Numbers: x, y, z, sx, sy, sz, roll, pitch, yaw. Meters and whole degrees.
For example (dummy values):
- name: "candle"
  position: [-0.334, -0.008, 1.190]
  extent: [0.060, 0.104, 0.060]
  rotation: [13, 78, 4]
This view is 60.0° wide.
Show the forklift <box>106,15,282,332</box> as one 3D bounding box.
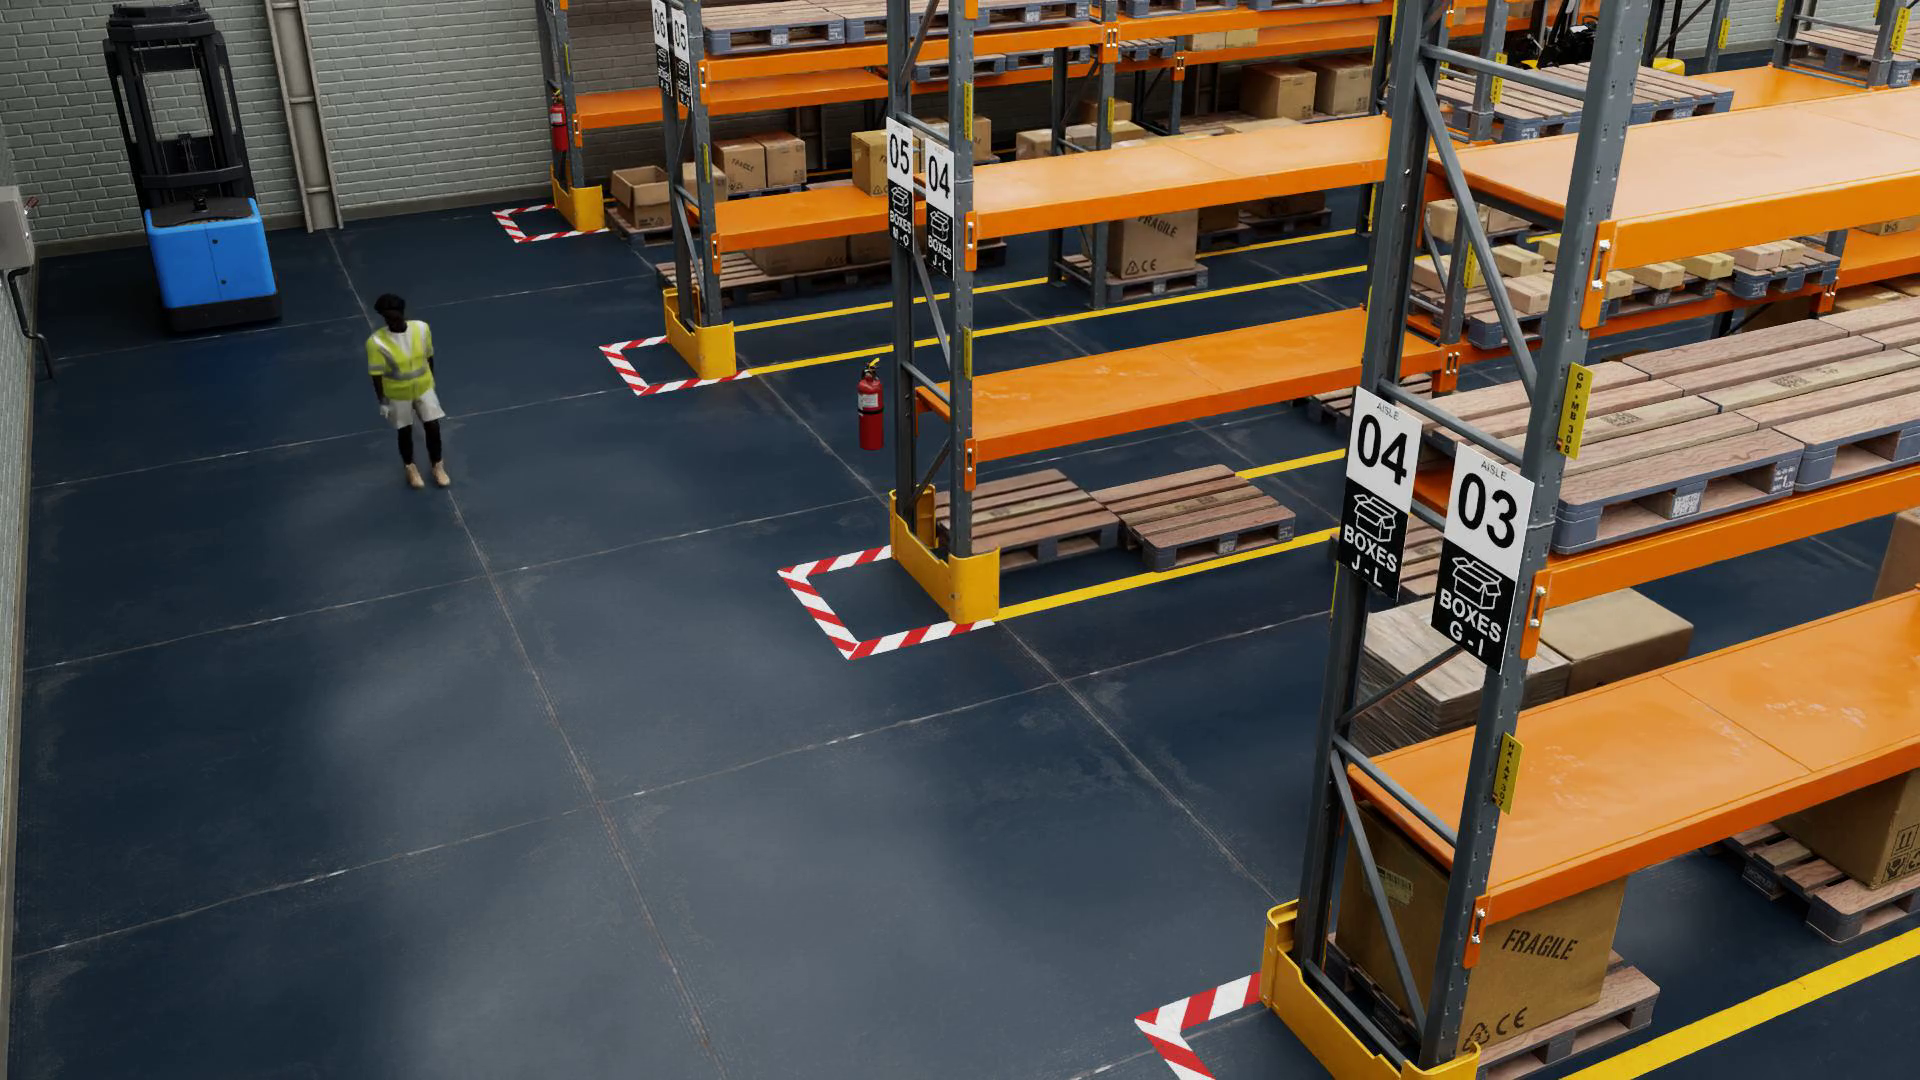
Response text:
- name: "forklift"
  position: [-7.548, -3.672, 16.323]
  extent: [1.129, 2.768, 1.873]
  rotation: [-12, 30, -22]

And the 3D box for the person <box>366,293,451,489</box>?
- name: "person"
  position: [-4.254, -1.138, 12.759]
  extent: [0.546, 1.663, 0.512]
  rotation: [-19, 33, -31]

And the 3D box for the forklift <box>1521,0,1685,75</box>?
- name: "forklift"
  position: [8.950, -6.807, 23.056]
  extent: [1.214, 2.155, 2.313]
  rotation: [-12, 30, -22]
